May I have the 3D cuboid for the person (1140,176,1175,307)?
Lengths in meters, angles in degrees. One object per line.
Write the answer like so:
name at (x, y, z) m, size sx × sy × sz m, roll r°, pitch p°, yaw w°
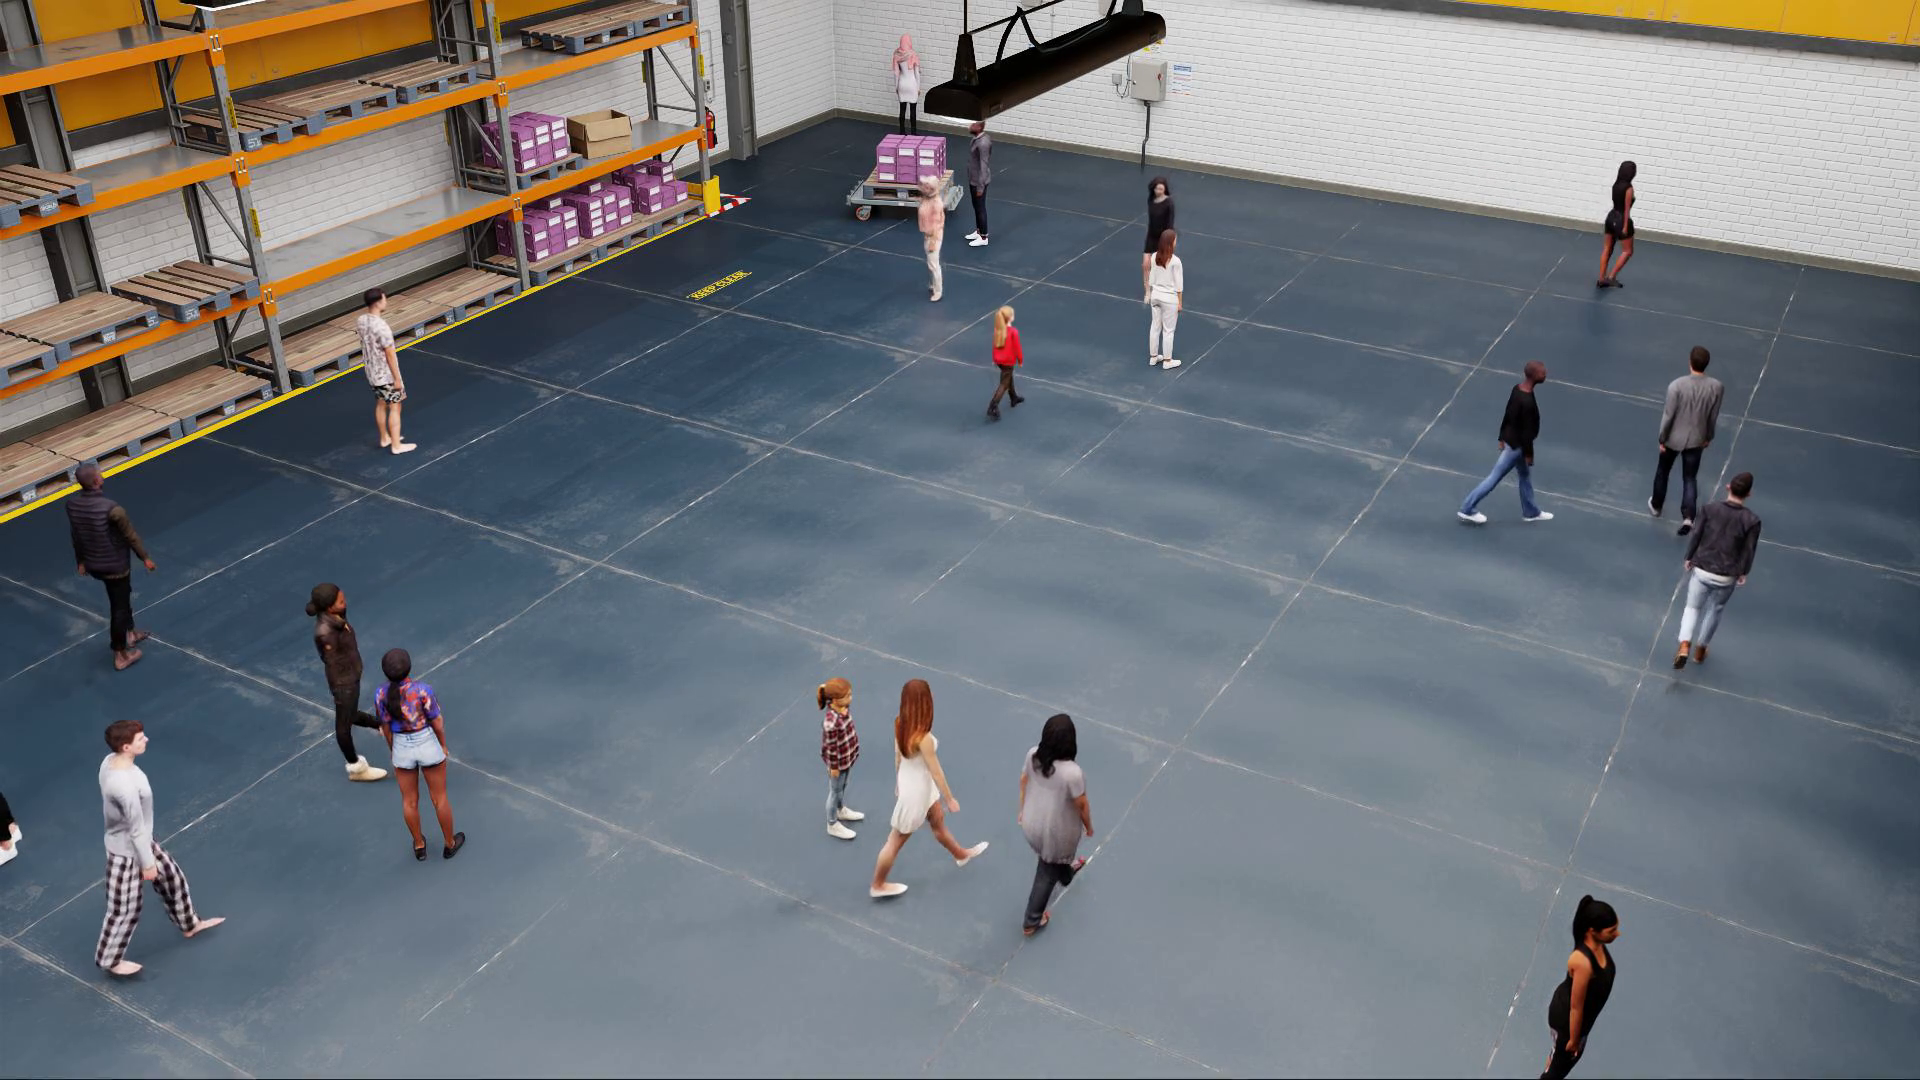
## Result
person at (2.597, -3.840, 21.379) m, size 0.817 × 1.770 × 0.688 m, roll -23°, pitch 36°, yaw -35°

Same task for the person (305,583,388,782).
person at (-4.520, 1.051, 12.529) m, size 0.901 × 1.659 × 0.855 m, roll -11°, pitch 31°, yaw -20°

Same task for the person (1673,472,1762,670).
person at (6.228, 0.292, 13.756) m, size 0.683 × 1.816 × 0.938 m, roll 17°, pitch 33°, yaw 29°

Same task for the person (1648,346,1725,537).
person at (6.981, -0.928, 15.961) m, size 0.945 × 1.846 × 1.240 m, roll 5°, pitch 29°, yaw 9°

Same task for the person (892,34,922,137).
person at (-0.898, -7.776, 28.560) m, size 0.680 × 1.804 × 0.663 m, roll 8°, pitch 30°, yaw 15°

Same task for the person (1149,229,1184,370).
person at (2.430, -2.856, 19.660) m, size 0.641 × 1.688 × 0.607 m, roll 24°, pitch 37°, yaw 36°

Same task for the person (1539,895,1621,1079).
person at (3.506, 2.699, 9.501) m, size 0.624 × 1.664 × 0.442 m, roll 15°, pitch 32°, yaw 25°

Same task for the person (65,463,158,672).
person at (-7.137, 0.256, 13.819) m, size 0.769 × 1.818 × 0.813 m, roll 11°, pitch 30°, yaw 19°

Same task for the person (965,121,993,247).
person at (0.279, -5.106, 23.652) m, size 0.869 × 1.816 × 0.769 m, roll -4°, pitch 29°, yaw -7°

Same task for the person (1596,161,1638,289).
person at (8.615, -4.141, 21.970) m, size 0.775 × 1.733 × 0.703 m, roll -4°, pitch 29°, yaw -8°

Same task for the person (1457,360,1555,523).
person at (5.273, -0.903, 16.065) m, size 1.019 × 1.702 × 1.190 m, roll 2°, pitch 29°, yaw 4°

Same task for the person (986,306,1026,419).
person at (0.475, -1.960, 18.469) m, size 0.644 × 1.256 × 0.963 m, roll 24°, pitch 37°, yaw 37°

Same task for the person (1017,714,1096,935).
person at (0.567, 1.914, 11.044) m, size 0.781 × 1.565 × 1.075 m, roll 24°, pitch 37°, yaw 37°

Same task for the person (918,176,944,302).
person at (-0.349, -3.975, 21.707) m, size 0.853 × 1.693 × 0.828 m, roll -5°, pitch 29°, yaw -9°

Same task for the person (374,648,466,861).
person at (-3.803, 1.488, 11.640) m, size 0.667 × 1.742 × 0.696 m, roll -3°, pitch 29°, yaw -5°

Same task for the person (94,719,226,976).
person at (-5.387, 1.994, 10.655) m, size 1.144 × 1.798 × 0.993 m, roll -13°, pitch 31°, yaw -22°

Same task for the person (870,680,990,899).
person at (-0.400, 1.743, 11.260) m, size 1.163 × 1.659 × 1.045 m, roll -9°, pitch 30°, yaw -17°

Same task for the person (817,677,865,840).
person at (-0.885, 1.547, 11.988) m, size 0.636 × 1.305 × 0.514 m, roll 7°, pitch 29°, yaw 13°

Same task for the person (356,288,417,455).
person at (-6.116, -1.786, 17.570) m, size 0.702 × 1.812 × 0.626 m, roll 21°, pitch 35°, yaw 33°
